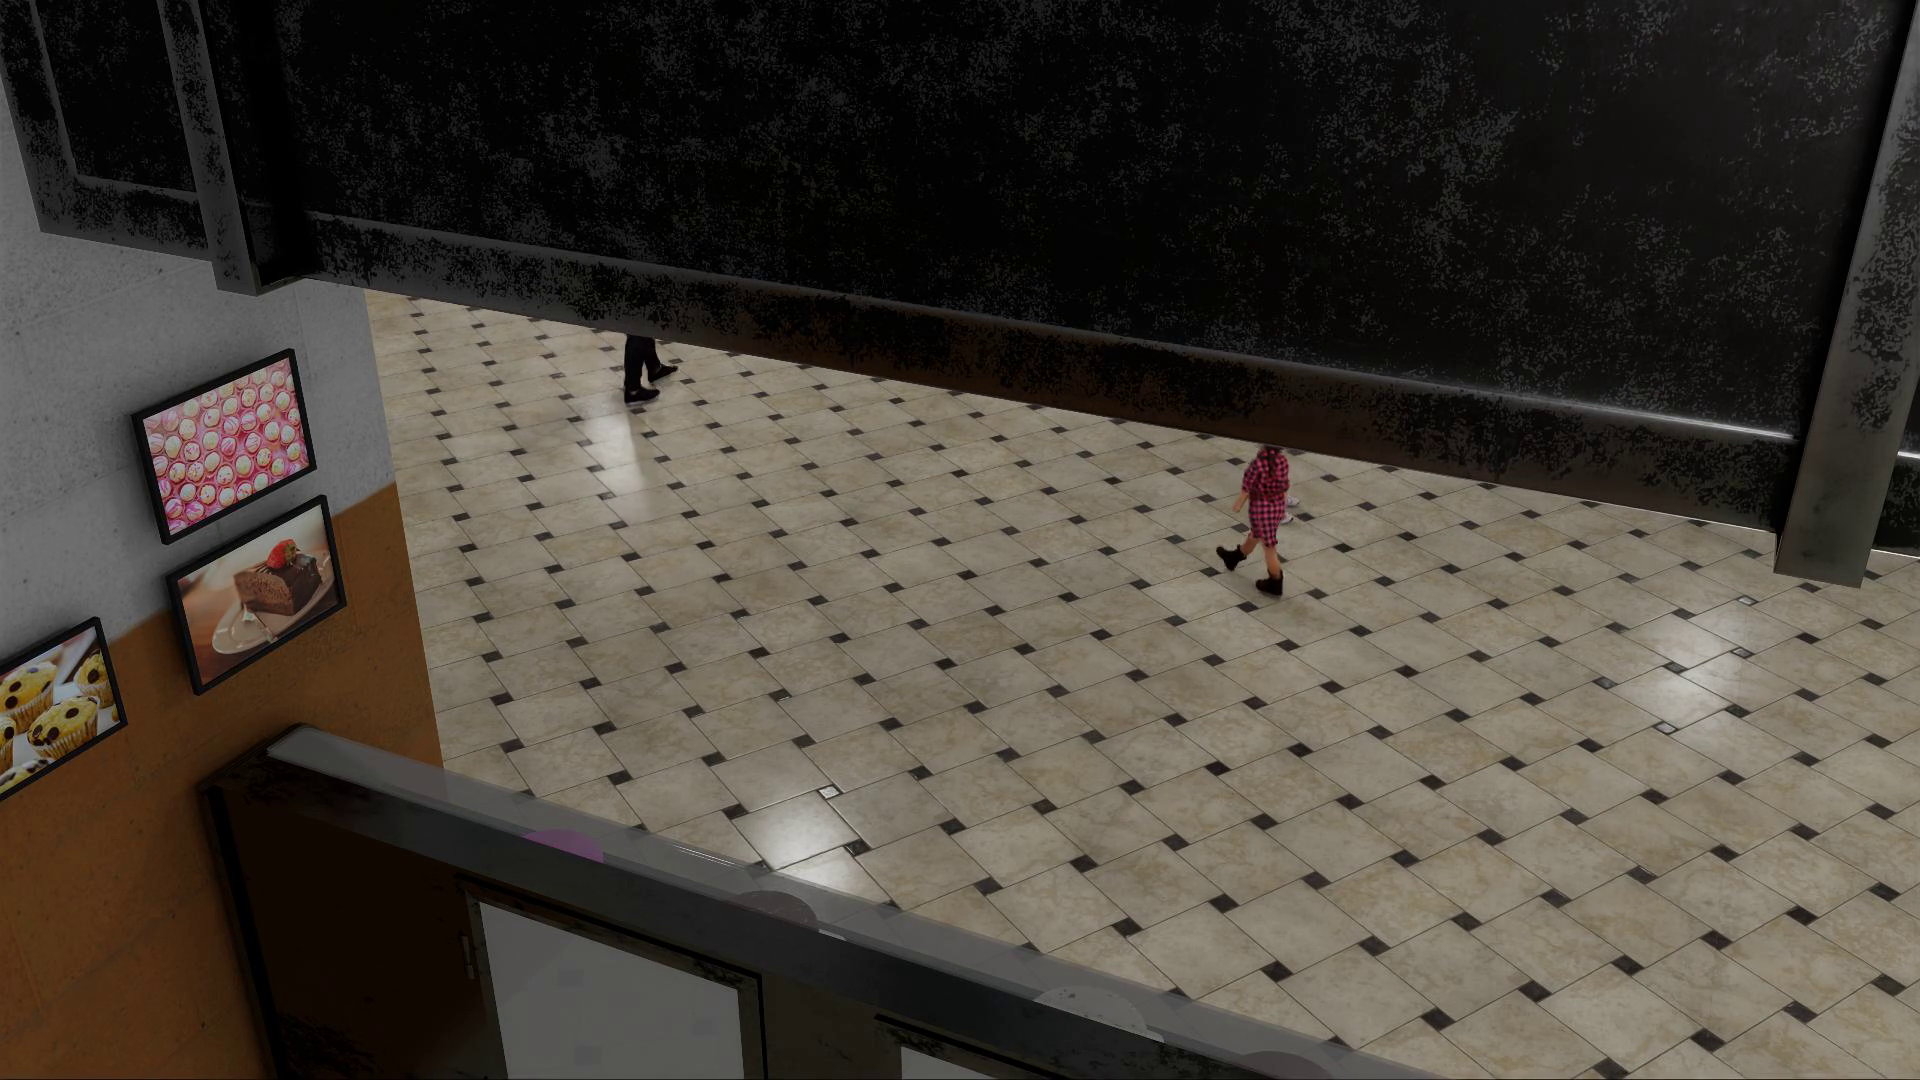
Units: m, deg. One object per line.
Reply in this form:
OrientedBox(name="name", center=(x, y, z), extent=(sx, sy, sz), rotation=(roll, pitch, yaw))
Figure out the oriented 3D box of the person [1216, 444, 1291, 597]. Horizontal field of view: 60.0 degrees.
OrientedBox(name="person", center=(1.702, -0.155, 9.123), extent=(0.718, 0.996, 0.687), rotation=(-18, 32, -32))
